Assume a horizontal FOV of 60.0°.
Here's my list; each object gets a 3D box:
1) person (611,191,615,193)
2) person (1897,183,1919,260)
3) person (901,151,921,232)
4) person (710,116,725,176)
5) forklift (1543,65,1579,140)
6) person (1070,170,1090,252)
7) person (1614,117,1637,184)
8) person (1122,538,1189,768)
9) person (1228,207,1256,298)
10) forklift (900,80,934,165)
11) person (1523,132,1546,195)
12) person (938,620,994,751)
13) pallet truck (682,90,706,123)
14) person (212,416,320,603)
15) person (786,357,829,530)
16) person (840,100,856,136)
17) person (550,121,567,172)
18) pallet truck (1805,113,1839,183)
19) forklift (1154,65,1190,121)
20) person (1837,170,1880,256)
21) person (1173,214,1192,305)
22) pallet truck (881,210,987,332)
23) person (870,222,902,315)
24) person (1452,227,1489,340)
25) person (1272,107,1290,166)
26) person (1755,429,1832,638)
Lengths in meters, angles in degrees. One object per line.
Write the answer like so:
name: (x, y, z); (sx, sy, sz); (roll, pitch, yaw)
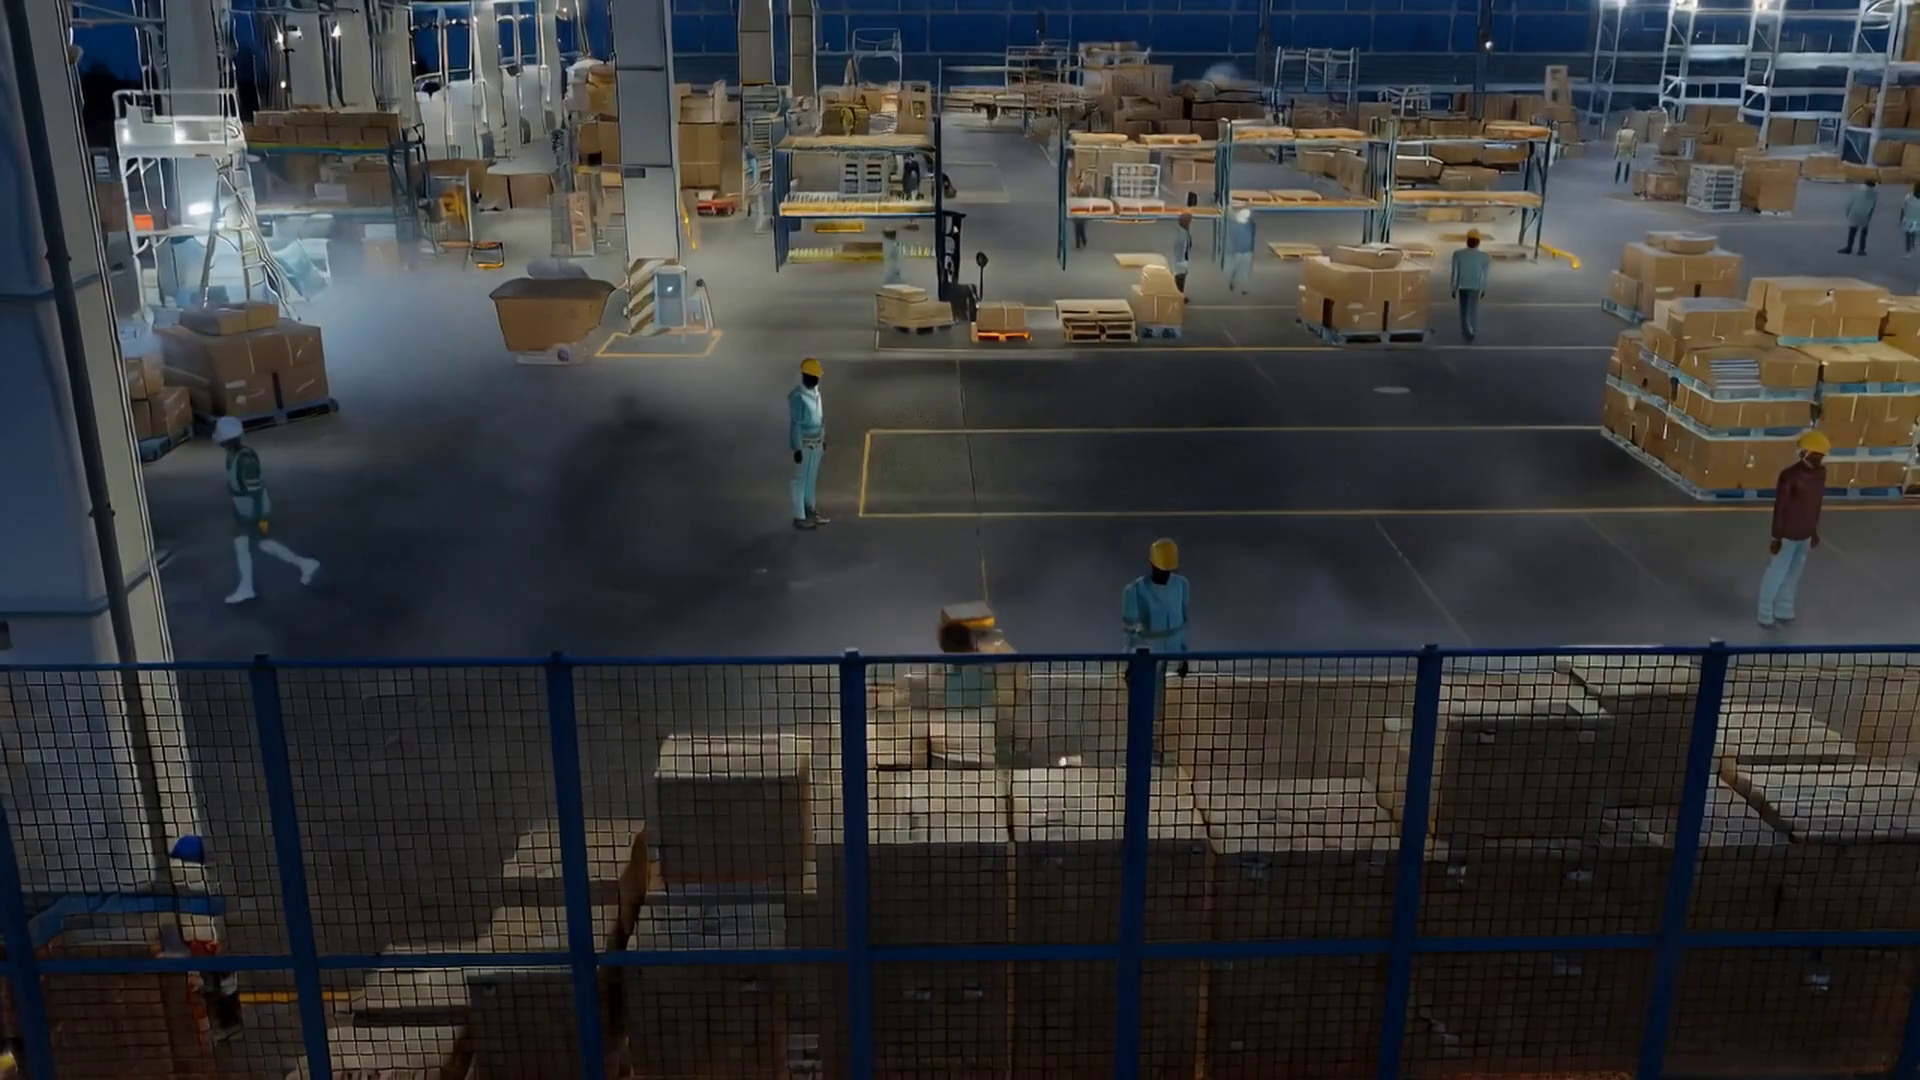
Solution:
person: (-10.064, -10.984, 47.974); (0.565, 1.887, 0.969); (3, 19, 8)
person: (20.809, -6.960, 36.388); (0.798, 1.664, 0.556); (-14, 23, -36)
person: (-1.188, -8.513, 40.586); (0.371, 1.935, 0.627); (-12, 22, -32)
person: (-7.758, -12.166, 51.517); (1.017, 1.889, 0.673); (-17, 25, -41)
forklift: (22.435, -16.536, 62.927); (1.129, 2.768, 1.873); (-10, 21, -26)
person: (2.676, -7.386, 37.397); (0.554, 1.830, 0.409); (17, 25, 41)
person: (19.965, -11.683, 49.937); (0.603, 1.967, 0.366); (8, 20, 23)
person: (1.505, 0.886, 12.723); (0.585, 1.921, 0.383); (-10, 21, -28)
person: (5.451, -5.637, 32.365); (0.533, 1.734, 0.818); (-1, 19, -4)
forklift: (-1.439, -13.389, 53.591); (1.129, 2.768, 1.873); (-2, 19, -6)
person: (16.265, -10.661, 46.990); (0.566, 1.920, 0.729); (-2, 19, -5)
person: (-0.003, 1.448, 11.059); (0.439, 1.909, 0.641); (5, 19, 14)
pallet truck: (-9.671, -15.907, 62.421); (0.823, 1.965, 1.885); (5, 19, 15)
person: (-6.906, -0.349, 16.440); (0.566, 1.906, 0.847); (18, 25, 42)
person: (-1.690, -1.092, 18.564); (0.411, 1.937, 0.604); (8, 20, 23)
person: (-3.953, -14.579, 58.676); (0.602, 1.864, 0.462); (7, 20, 20)
person: (-12.752, -12.489, 52.855); (0.528, 1.621, 0.537); (-4, 19, -11)
pallet truck: (26.403, -11.957, 50.702); (0.823, 1.965, 1.885); (6, 19, 16)
forklift: (7.665, -16.455, 62.686); (1.873, 2.768, 1.129); (11, 22, 30)
person: (20.034, -7.301, 37.076); (0.366, 1.892, 0.716); (-14, 23, -35)
person: (4.208, -5.318, 31.470); (0.320, 1.695, 0.537); (-3, 19, -9)
pallet truck: (-0.493, -4.759, 29.349); (1.885, 1.965, 0.823); (-13, 23, -34)
person: (-1.302, -4.935, 30.318); (0.505, 1.699, 0.866); (13, 23, 34)
person: (8.638, -4.335, 28.229); (0.582, 1.909, 0.437); (6, 20, 18)
person: (10.596, -13.338, 54.954); (0.598, 1.905, 0.446); (0, 19, 0)
person: (7.778, -0.073, 15.451); (0.623, 1.992, 0.396); (-10, 21, -27)
